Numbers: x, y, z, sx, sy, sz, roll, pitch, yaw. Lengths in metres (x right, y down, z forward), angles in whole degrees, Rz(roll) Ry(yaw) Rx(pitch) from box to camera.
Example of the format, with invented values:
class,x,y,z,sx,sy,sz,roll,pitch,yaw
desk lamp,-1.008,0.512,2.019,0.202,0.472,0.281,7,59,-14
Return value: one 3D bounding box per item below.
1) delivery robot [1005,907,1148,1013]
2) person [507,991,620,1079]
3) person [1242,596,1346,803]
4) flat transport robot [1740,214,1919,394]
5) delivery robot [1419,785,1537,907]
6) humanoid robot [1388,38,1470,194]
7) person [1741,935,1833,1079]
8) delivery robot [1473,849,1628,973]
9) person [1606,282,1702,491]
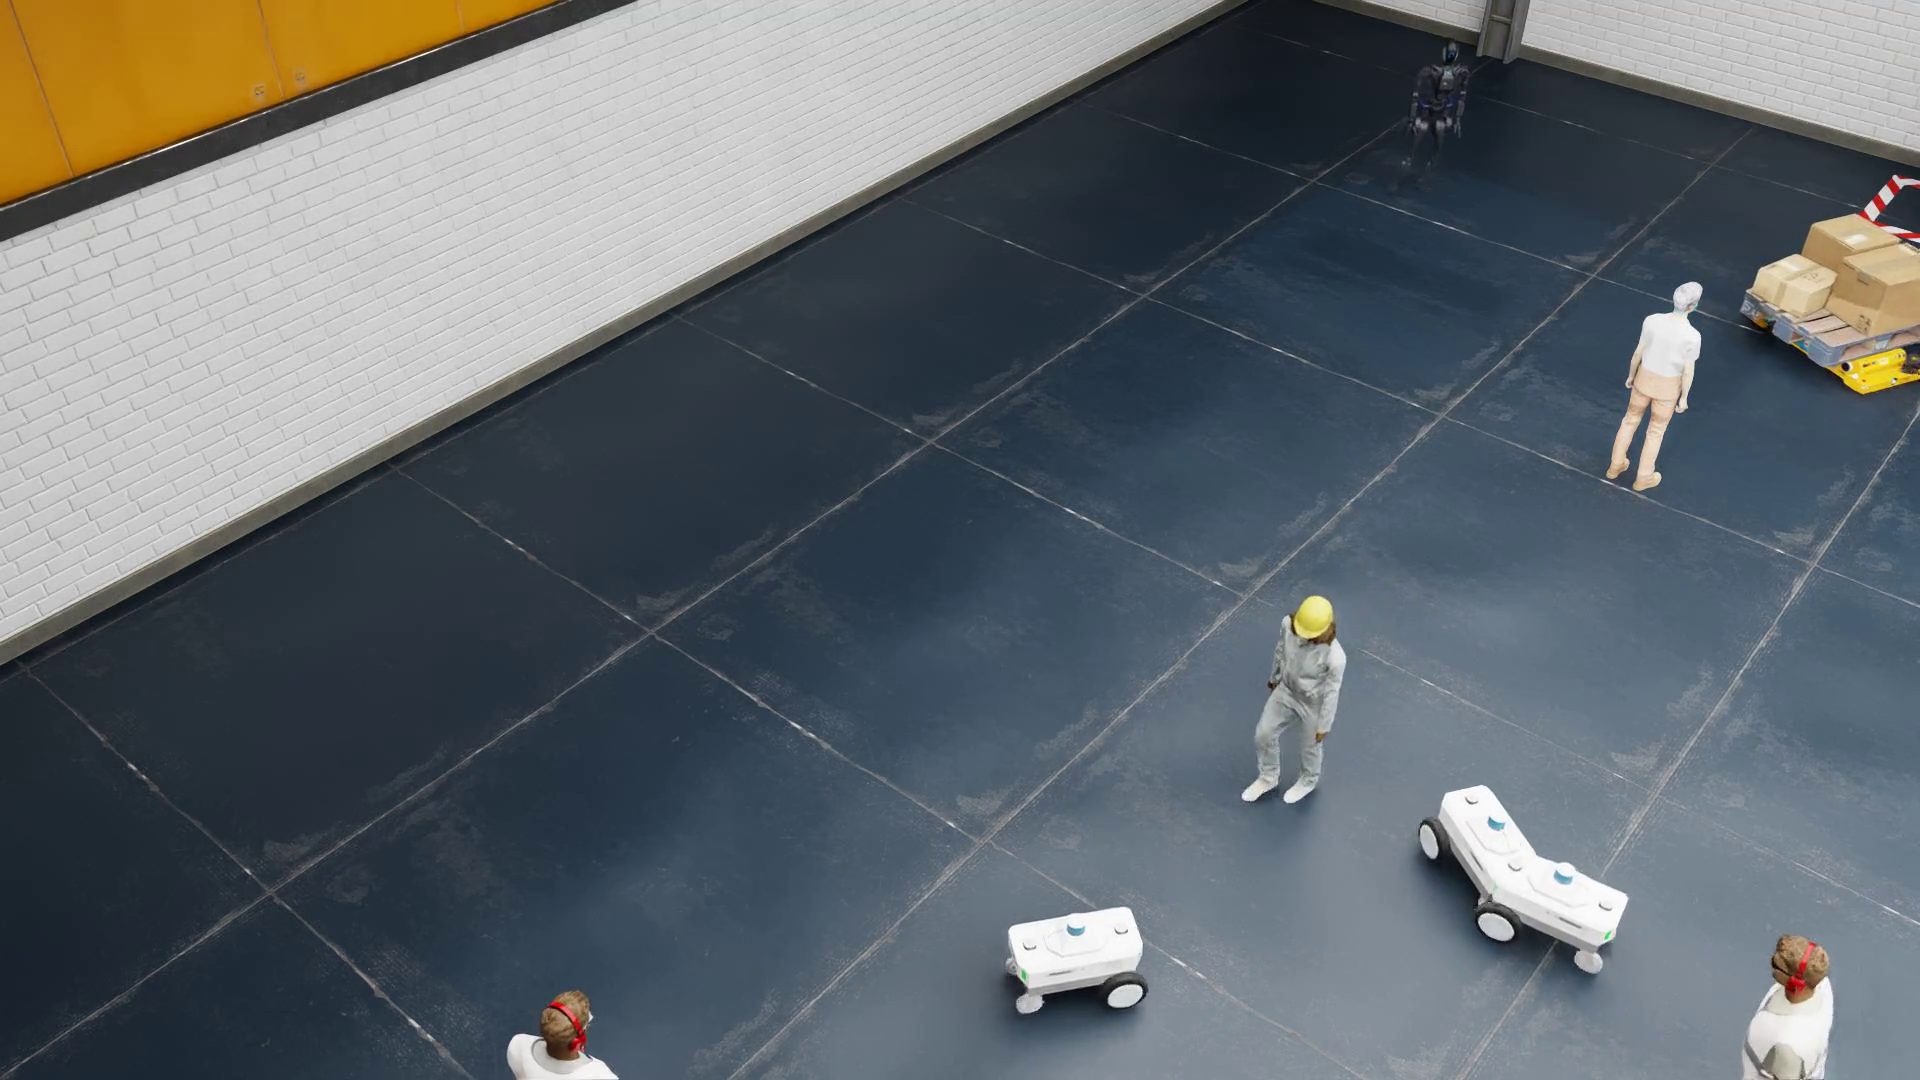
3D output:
class,x,y,z,sx,sy,sz,roll,pitch,yaw
delivery robot,0.632,2.293,9.206,0.777,0.587,0.499,-7,39,-9
person,-1.740,2.734,7.648,0.568,1.832,0.403,15,41,18
person,2.008,0.967,9.931,0.603,1.702,0.547,-24,45,-27
flat transport robot,7.584,-1.766,14.478,0.659,0.231,1.431,-14,41,-17
delivery robot,3.112,1.814,9.798,0.499,0.584,0.783,-10,40,-12
humanoid robot,4.639,-4.163,16.342,0.597,1.640,0.398,-4,39,-5
person,3.840,2.529,7.937,0.896,1.798,0.609,23,44,25
delivery robot,3.384,2.066,9.484,0.774,0.581,0.499,22,44,25
person,5.270,-1.168,12.557,0.301,1.744,0.491,-30,47,-32
